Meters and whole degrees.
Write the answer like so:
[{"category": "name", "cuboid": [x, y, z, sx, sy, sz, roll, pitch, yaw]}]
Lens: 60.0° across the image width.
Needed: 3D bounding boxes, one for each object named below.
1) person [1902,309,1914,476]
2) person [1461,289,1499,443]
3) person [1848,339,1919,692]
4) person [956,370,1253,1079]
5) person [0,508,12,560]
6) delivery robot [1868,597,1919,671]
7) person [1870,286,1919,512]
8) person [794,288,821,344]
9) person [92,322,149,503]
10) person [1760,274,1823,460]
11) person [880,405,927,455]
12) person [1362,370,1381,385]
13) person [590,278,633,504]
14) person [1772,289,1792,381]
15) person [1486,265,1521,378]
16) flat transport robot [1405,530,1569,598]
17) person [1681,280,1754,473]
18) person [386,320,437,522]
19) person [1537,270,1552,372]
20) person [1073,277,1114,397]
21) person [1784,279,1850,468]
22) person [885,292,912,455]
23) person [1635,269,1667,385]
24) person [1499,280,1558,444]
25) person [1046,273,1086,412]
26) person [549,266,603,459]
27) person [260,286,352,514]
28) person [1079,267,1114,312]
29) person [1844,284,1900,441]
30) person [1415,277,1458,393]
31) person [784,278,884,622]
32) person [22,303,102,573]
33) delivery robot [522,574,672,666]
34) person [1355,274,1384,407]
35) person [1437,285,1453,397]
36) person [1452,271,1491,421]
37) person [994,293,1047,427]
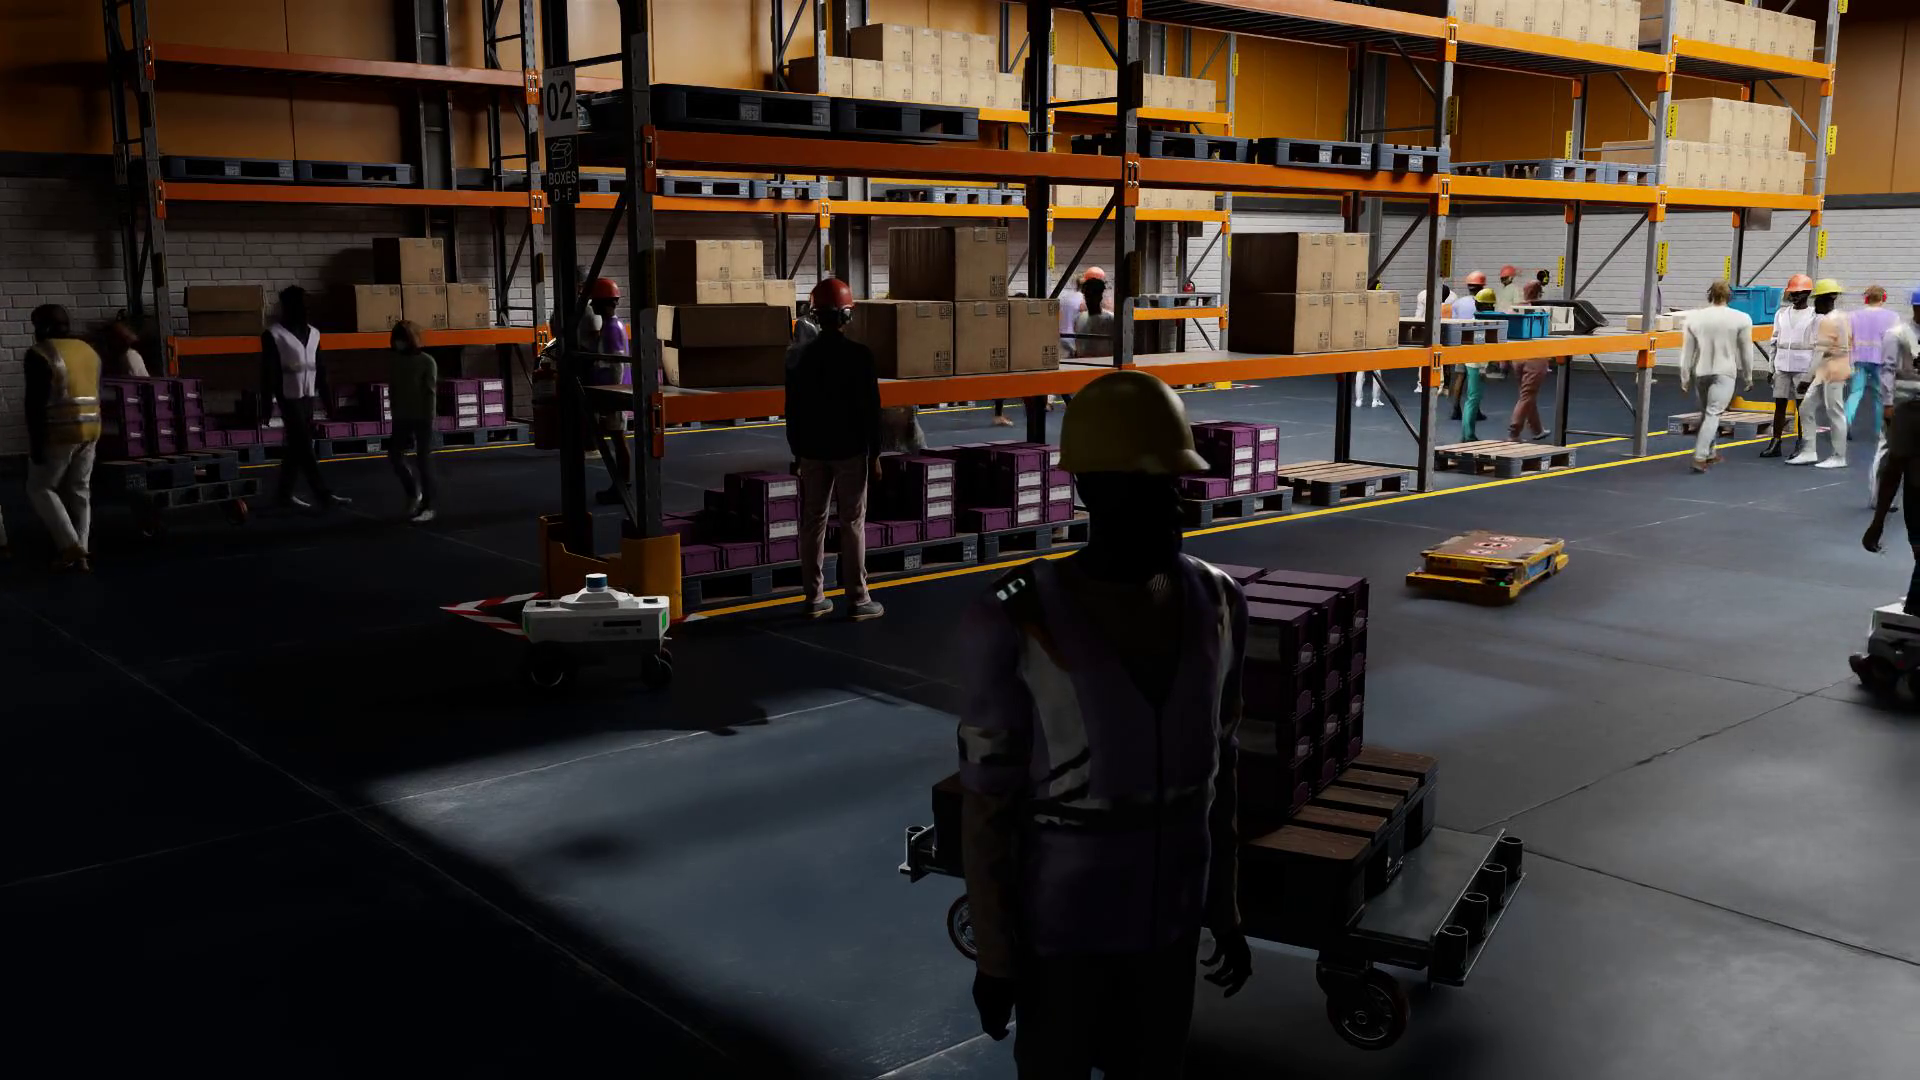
[{"category": "person", "cuboid": [9.238, -1.594, 15.853, 0.362, 2.048, 0.613, -3, 10, -19]}, {"category": "person", "cuboid": [5.811, -1.915, 18.559, 0.331, 1.765, 0.533, 2, 10, 11]}, {"category": "person", "cuboid": [4.535, -0.082, 7.755, 0.507, 1.797, 0.943, -2, 10, -13]}, {"category": "person", "cuboid": [0.277, 0.660, 2.995, 0.589, 1.930, 0.361, -5, 11, -29]}, {"category": "person", "cuboid": [-7.088, -0.757, 11.566, 0.993, 1.829, 0.587, 2, 10, 13]}, {"category": "delivery robot", "cuboid": [4.786, 0.417, 8.166, 0.707, 0.478, 0.477, -7, 12, -36]}, {"category": "person", "cuboid": [7.764, -1.114, 13.480, 0.648, 1.890, 1.006, 0, 10, -2]}, {"category": "person", "cuboid": [-1.423, -1.708, 17.139, 0.403, 1.837, 0.590, 9, 13, 42]}, {"category": "person", "cuboid": [-7.110, -1.089, 14.324, 0.958, 1.549, 0.513, -3, 10, -17]}, {"category": "person", "cuboid": [8.728, -1.805, 17.411, 0.354, 1.939, 0.544, -8, 13, -40]}, {"category": "person", "cuboid": [-0.463, -0.956, 13.385, 0.494, 1.621, 0.516, -9, 13, -43]}, {"category": "person", "cuboid": [6.703, -3.376, 27.174, 0.487, 1.744, 0.313, 5, 11, 26]}, {"category": "person", "cuboid": [-3.005, -1.273, 14.291, 0.377, 1.938, 0.547, -2, 10, -12]}, {"category": "person", "cuboid": [13.240, -3.219, 26.596, 0.381, 1.623, 0.537, 3, 10, 19]}, {"category": "person", "cuboid": [9.620, -3.805, 29.029, 0.817, 1.972, 0.610, -1, 10, -7]}, {"category": "flat transport robot", "cuboid": [3.479, 0.139, 10.902, 0.652, 0.197, 1.431, 6, 12, 33]}, {"category": "person", "cuboid": [7.455, -1.614, 16.457, 1.007, 1.897, 0.638, -9, 13, -43]}, {"category": "person", "cuboid": [-4.373, -0.942, 13.277, 0.499, 1.622, 0.355, 3, 10, 19]}, {"category": "person", "cuboid": [10.693, -4.031, 30.636, 0.327, 1.874, 0.518, -4, 11, -24]}, {"category": "person", "cuboid": [1.454, -1.710, 16.910, 0.621, 1.934, 0.902, 9, 13, 41]}, {"category": "person", "cuboid": [8.616, -1.652, 16.635, 0.671, 1.889, 0.565, 3, 10, 17]}, {"category": "person", "cuboid": [-0.599, -1.671, 17.061, 0.689, 1.777, 0.755, 3, 10, 19]}, {"category": "person", "cuboid": [11.469, -3.597, 27.593, 0.395, 2.044, 0.609, 7, 12, 36]}, {"category": "person", "cuboid": [6.557, -2.029, 18.987, 0.972, 1.850, 0.649, -7, 12, -36]}, {"category": "person", "cuboid": [1.475, -2.645, 22.483, 0.731, 1.904, 0.650, -5, 11, -26]}, {"category": "person", "cuboid": [-3.956, -1.886, 17.580, 0.690, 2.000, 0.535, 7, 12, 34]}, {"category": "person", "cuboid": [-5.425, -1.157, 13.808, 0.908, 1.874, 0.620, 3, 10, 18]}, {"category": "person", "cuboid": [1.588, -2.205, 19.574, 0.372, 1.997, 0.620, 8, 13, 41]}, {"category": "person", "cuboid": [10.478, -2.036, 19.178, 0.572, 1.812, 0.866, 9, 13, 43]}, {"category": "person", "cuboid": [7.359, -3.213, 25.788, 0.653, 1.897, 0.403, -1, 10, -4]}, {"category": "person", "cuboid": [-0.726, -0.518, 9.698, 0.612, 1.997, 0.376, 4, 11, 23]}, {"category": "person", "cuboid": [-6.017, -0.674, 11.194, 0.439, 1.815, 0.659, 3, 10, 16]}, {"category": "delivery robot", "cuboid": [-1.785, 0.410, 8.210, 0.707, 0.478, 0.477, -2, 10, -9]}, {"category": "person", "cuboid": [5.783, -2.811, 23.497, 0.518, 1.870, 0.323, 4, 11, 25]}, {"category": "person", "cuboid": [7.244, -2.998, 25.099, 0.535, 1.697, 0.318, -6, 12, -33]}, {"category": "person", "cuboid": [6.625, -2.502, 21.492, 0.372, 1.934, 0.553, -9, 13, -41]}, {"category": "person", "cuboid": [0.760, -2.234, 20.699, 0.751, 1.661, 0.551, -4, 10, -22]}]
